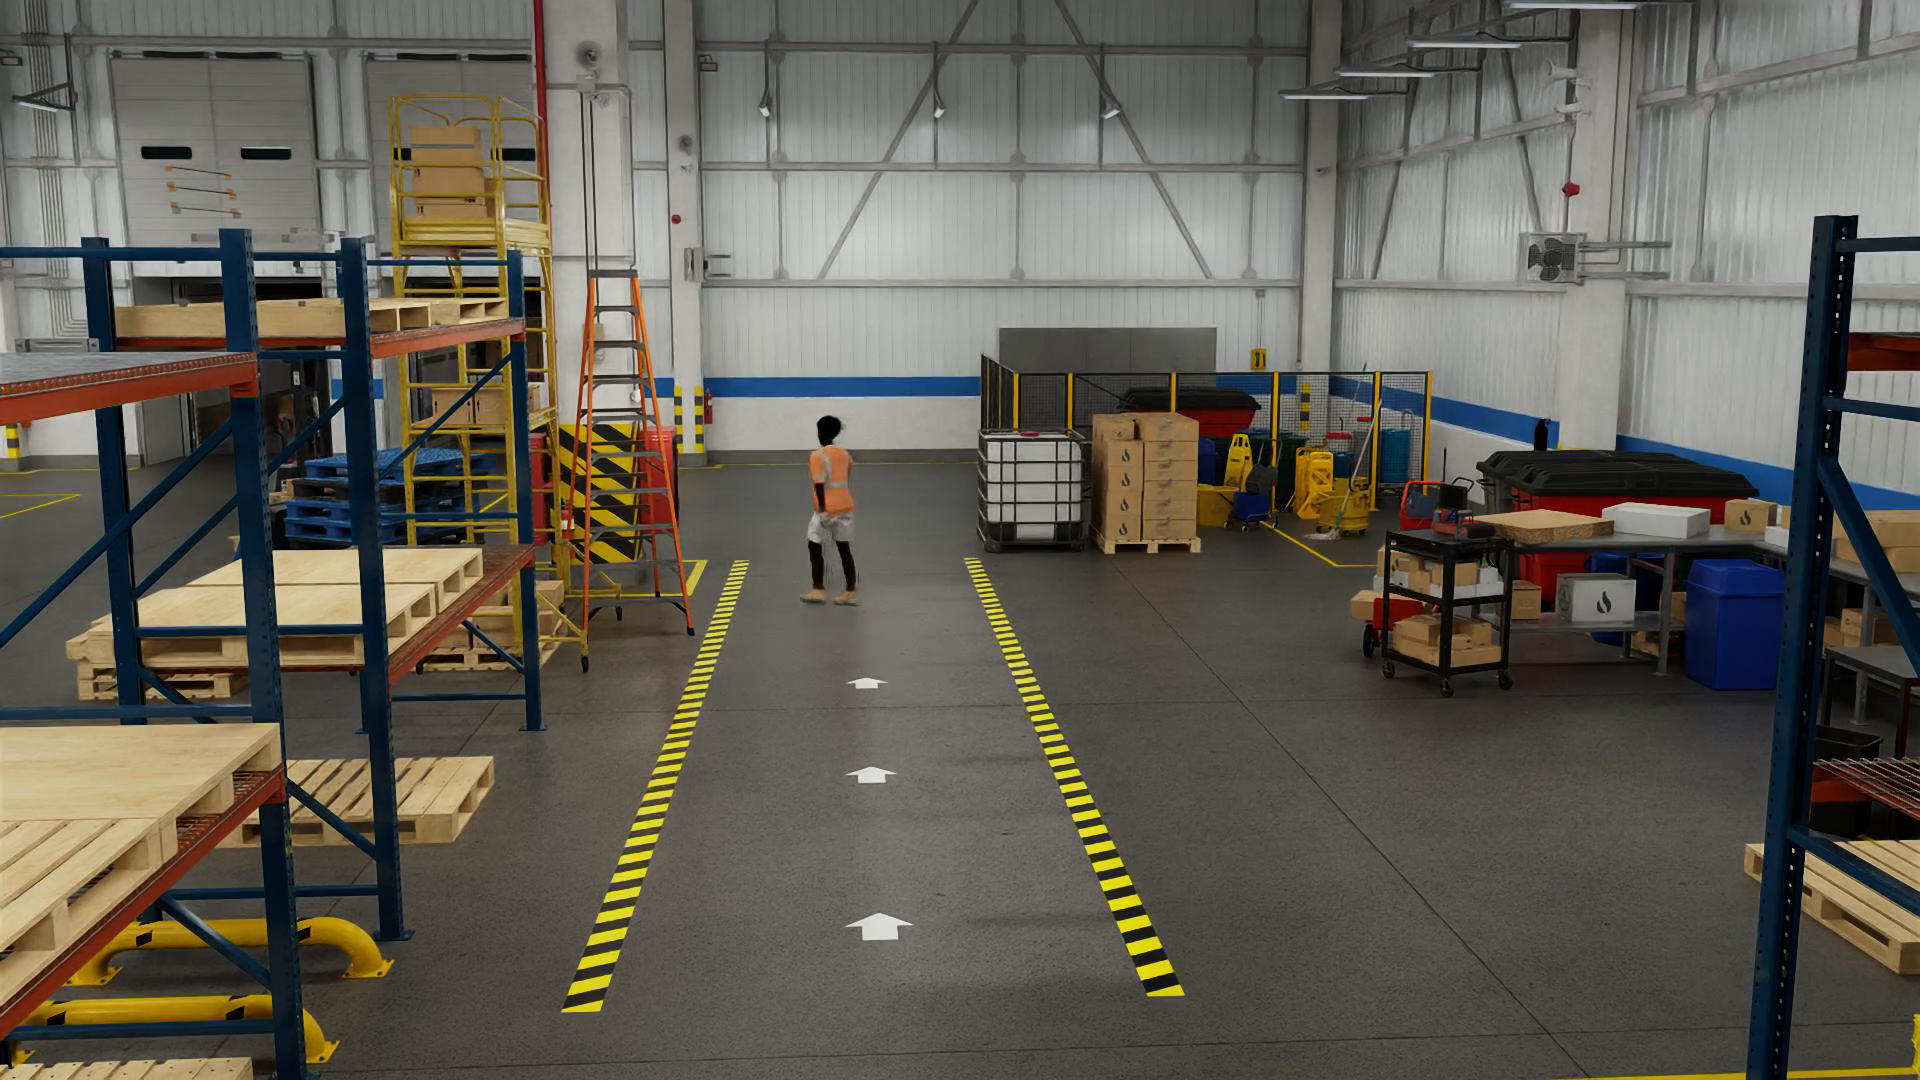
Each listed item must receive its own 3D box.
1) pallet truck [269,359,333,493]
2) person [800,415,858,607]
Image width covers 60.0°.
[{"bbox_3d":[-7.062,-1.131,18.996,1.885,1.965,0.823,2,9,13],"label":"pallet truck"},{"bbox_3d":[-1.112,-0.254,14.540,0.615,1.652,0.539,7,12,38],"label":"person"}]
